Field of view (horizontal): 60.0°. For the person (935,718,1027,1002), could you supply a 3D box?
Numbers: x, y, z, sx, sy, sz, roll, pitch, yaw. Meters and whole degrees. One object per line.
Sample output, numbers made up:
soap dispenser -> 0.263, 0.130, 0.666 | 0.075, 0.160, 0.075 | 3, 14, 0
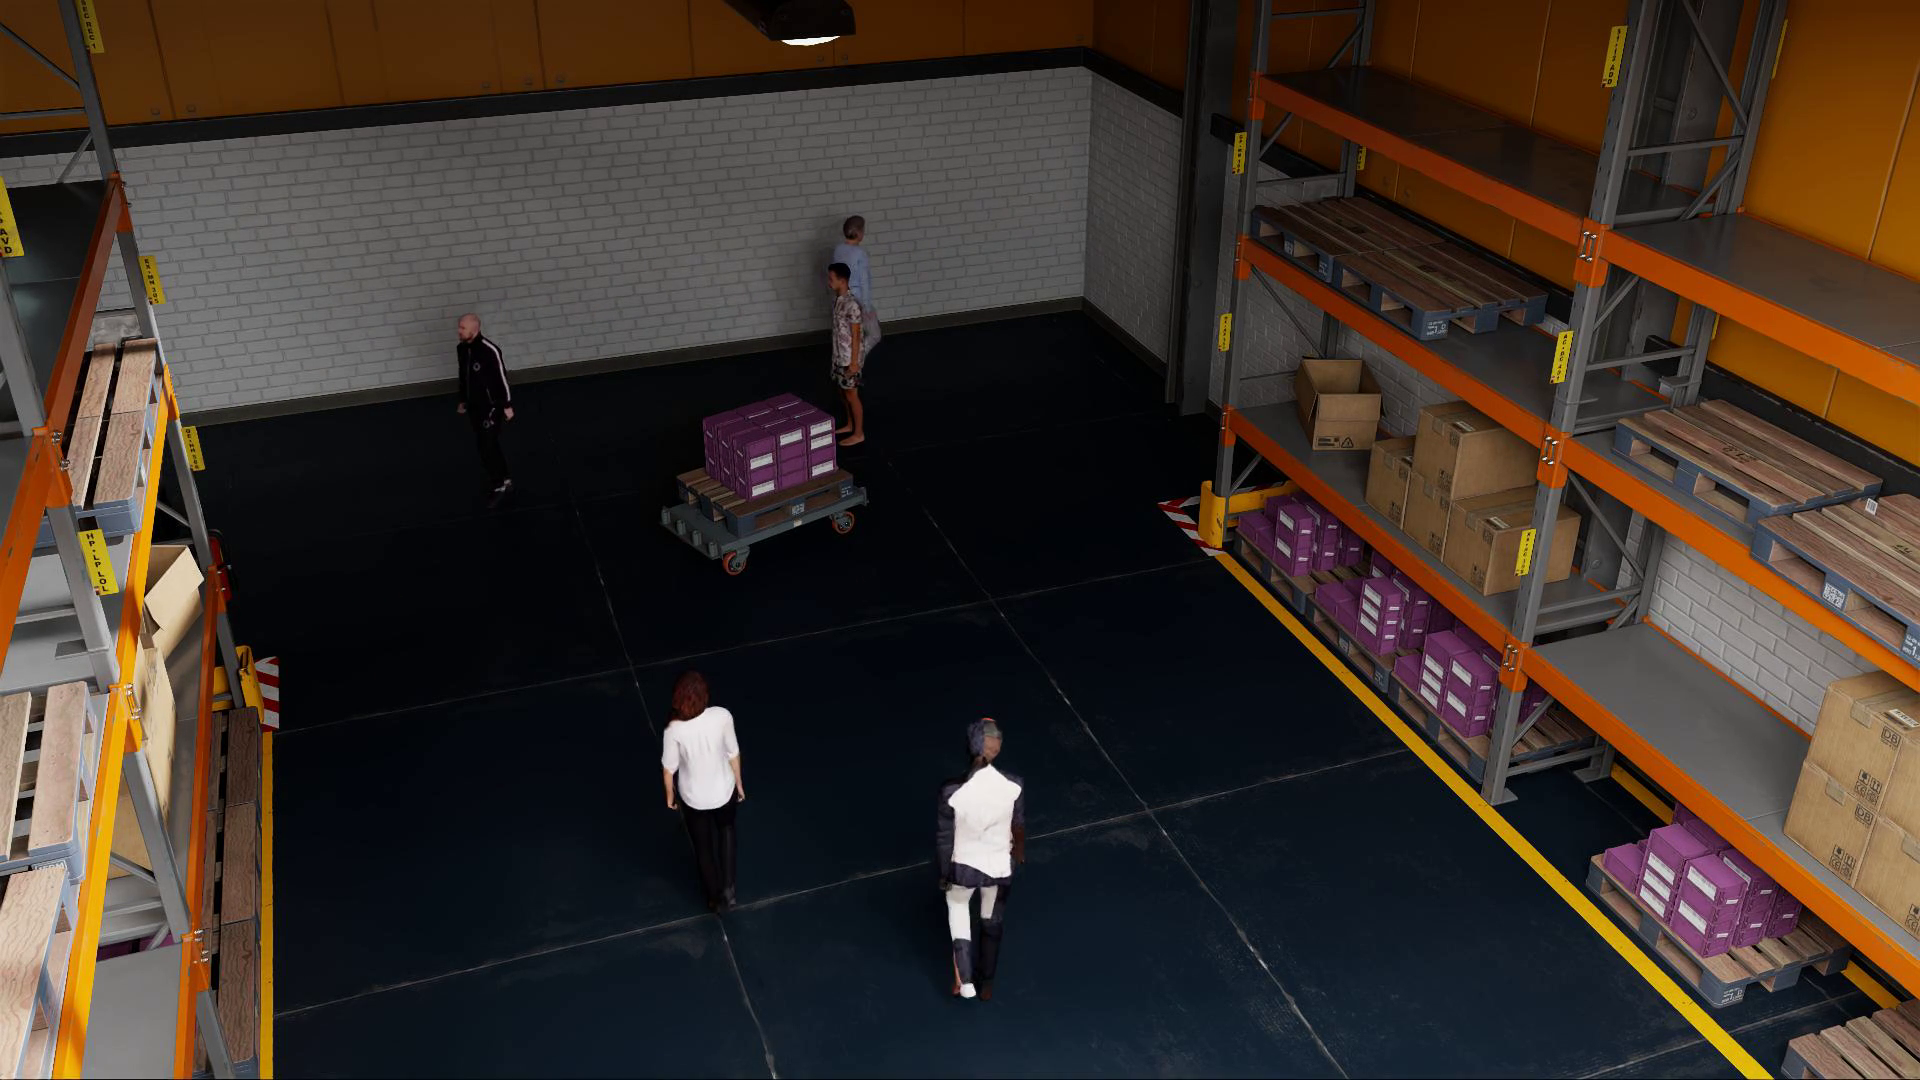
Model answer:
person -> 0.132, 1.881, 9.344 | 0.770, 1.876, 0.786 | -3, 29, -5

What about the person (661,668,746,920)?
person -> -1.488, 1.595, 9.964 | 0.622, 1.785, 0.568 | -11, 30, -18

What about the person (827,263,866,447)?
person -> -1.080, -1.830, 16.218 | 0.750, 1.809, 0.536 | -13, 31, -22

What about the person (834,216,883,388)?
person -> -1.154, -2.404, 17.201 | 0.794, 1.875, 0.884 | 25, 37, 37

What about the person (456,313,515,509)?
person -> -4.222, -1.217, 15.089 | 0.828, 1.814, 0.908 | 18, 33, 30
